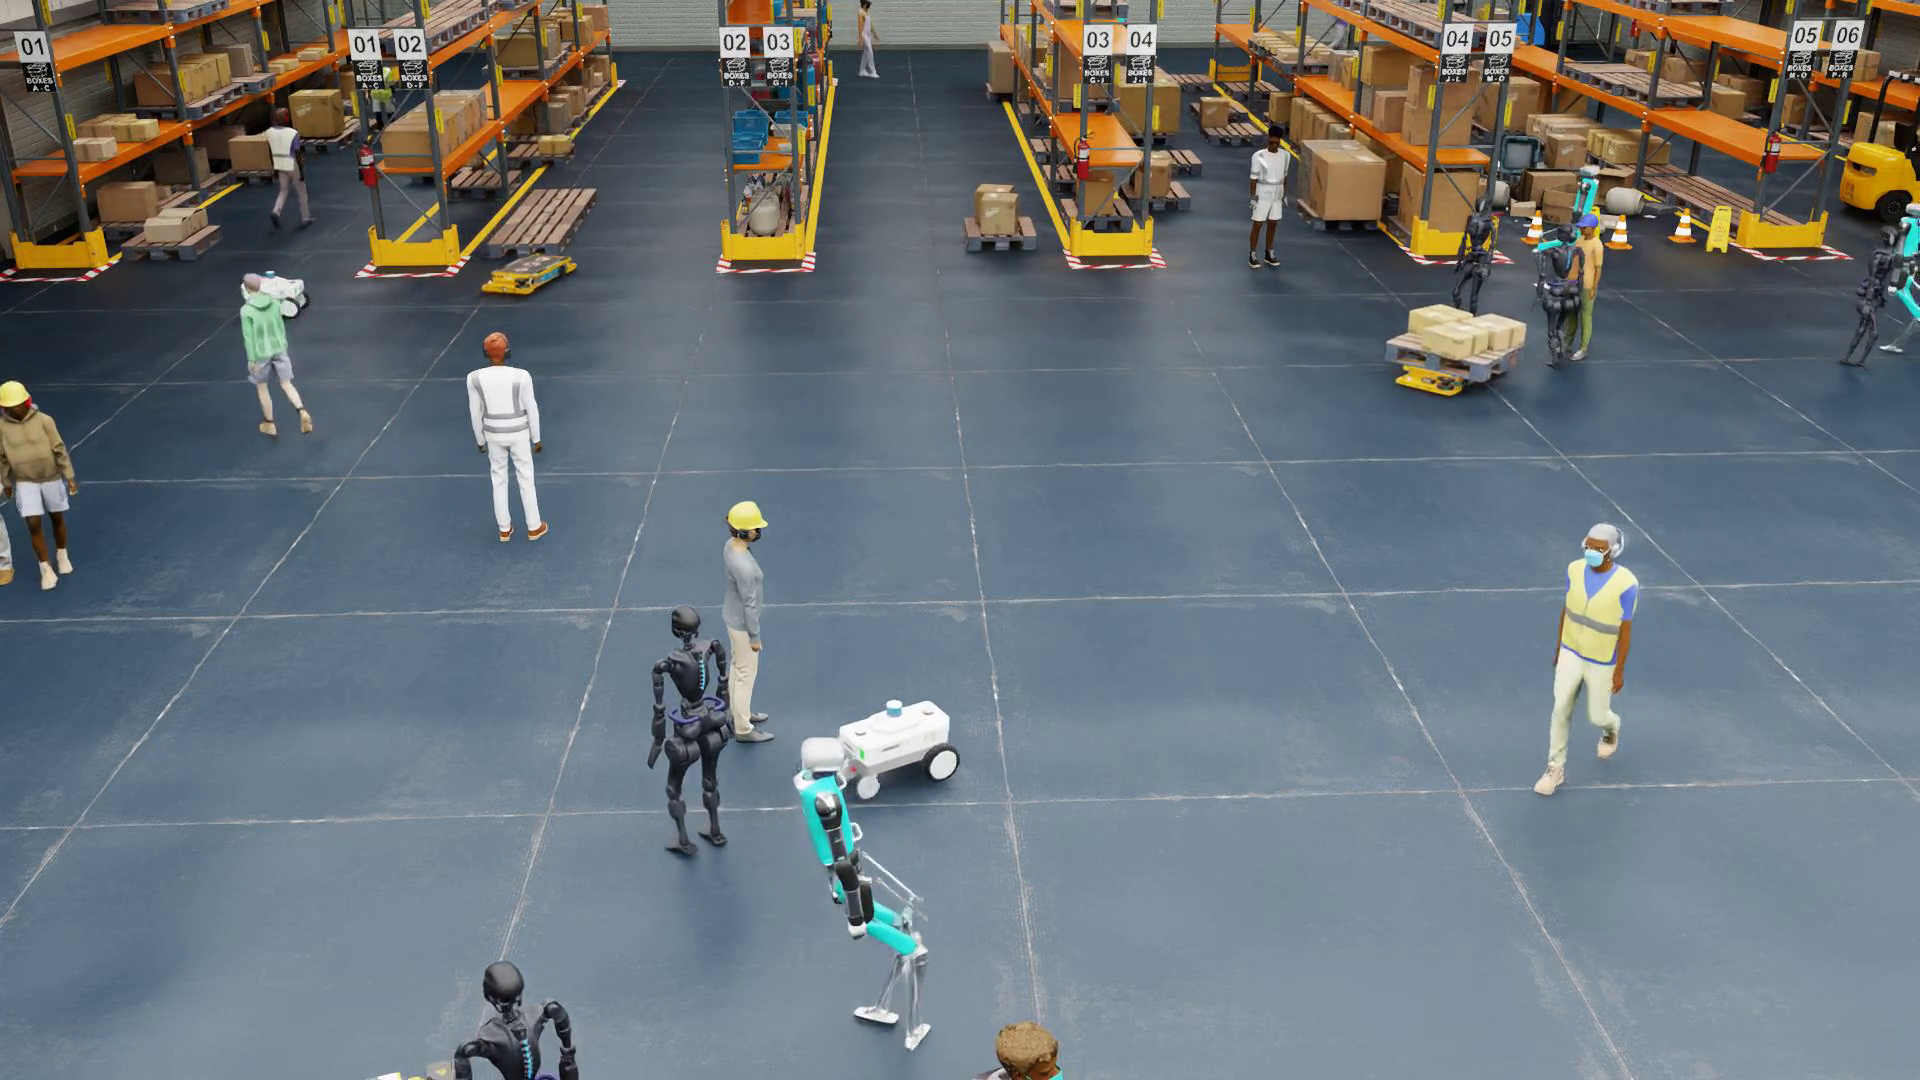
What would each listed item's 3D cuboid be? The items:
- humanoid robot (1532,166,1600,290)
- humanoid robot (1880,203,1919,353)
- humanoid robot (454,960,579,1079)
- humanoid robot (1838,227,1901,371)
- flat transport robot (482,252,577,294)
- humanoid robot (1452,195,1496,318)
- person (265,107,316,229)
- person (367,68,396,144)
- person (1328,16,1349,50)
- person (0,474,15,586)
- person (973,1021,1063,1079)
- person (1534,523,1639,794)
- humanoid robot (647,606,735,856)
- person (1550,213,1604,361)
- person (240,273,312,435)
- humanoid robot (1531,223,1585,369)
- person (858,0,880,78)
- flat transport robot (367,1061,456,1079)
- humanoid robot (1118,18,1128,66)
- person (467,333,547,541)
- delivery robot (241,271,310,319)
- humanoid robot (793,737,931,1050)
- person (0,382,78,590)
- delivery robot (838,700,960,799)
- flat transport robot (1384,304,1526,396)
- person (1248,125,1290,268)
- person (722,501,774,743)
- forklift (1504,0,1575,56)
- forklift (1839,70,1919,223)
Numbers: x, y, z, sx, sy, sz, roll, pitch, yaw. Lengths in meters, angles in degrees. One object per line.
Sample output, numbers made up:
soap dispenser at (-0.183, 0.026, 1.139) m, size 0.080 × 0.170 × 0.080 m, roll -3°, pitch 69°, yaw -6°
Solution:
humanoid robot at (7.922, -4.036, 21.737) m, size 1.026 × 1.731 × 0.561 m, roll 14°, pitch 28°, yaw 28°
humanoid robot at (11.159, -2.981, 19.413) m, size 0.558 × 1.833 × 0.675 m, roll -22°, pitch 32°, yaw -40°
humanoid robot at (-1.862, 2.516, 7.155) m, size 0.589 × 1.627 × 0.779 m, roll -21°, pitch 31°, yaw -38°
humanoid robot at (10.405, -2.755, 18.941) m, size 0.453 × 1.648 × 0.613 m, roll 19°, pitch 31°, yaw 37°
flat transport robot at (-5.847, -3.628, 22.623) m, size 0.659 × 0.231 × 1.431 m, roll 6°, pitch 25°, yaw 14°
humanoid robot at (6.303, -3.385, 20.341) m, size 0.351 × 1.656 × 0.599 m, roll -10°, pitch 26°, yaw -22°
person at (-10.212, -5.620, 25.200) m, size 0.568 × 1.814 × 0.779 m, roll 6°, pitch 25°, yaw 13°
person at (-11.011, -8.438, 31.695) m, size 0.543 × 1.682 × 0.526 m, roll -4°, pitch 24°, yaw -9°
person at (9.455, -12.810, 41.416) m, size 0.863 × 1.768 × 0.601 m, roll -4°, pitch 24°, yaw -9°
person at (-8.176, -0.518, 13.652) m, size 0.573 × 1.889 × 0.383 m, roll -2°, pitch 24°, yaw -5°
person at (0.235, 2.659, 6.475) m, size 0.383 × 1.917 × 0.489 m, roll 7°, pitch 25°, yaw 15°
person at (4.134, 0.747, 10.828) m, size 0.737 × 1.875 × 0.536 m, roll -21°, pitch 31°, yaw -39°
humanoid robot at (-1.625, 1.155, 10.140) m, size 0.316 × 1.654 × 0.605 m, roll 22°, pitch 32°, yaw 40°
person at (7.186, -2.930, 19.276) m, size 0.370 × 1.715 × 0.447 m, roll -9°, pitch 25°, yaw -19°
person at (-6.972, -1.857, 16.852) m, size 0.706 × 1.719 × 0.474 m, roll 20°, pitch 31°, yaw 37°
humanoid robot at (6.870, -2.787, 19.018) m, size 0.596 × 1.643 × 0.416 m, roll -4°, pitch 24°, yaw -8°
person at (-2.165, -11.826, 39.131) m, size 0.611 × 1.826 × 0.539 m, roll 8°, pitch 25°, yaw 17°
flat transport robot at (-3.071, 2.934, 7.879) m, size 1.431 × 0.231 × 0.659 m, roll -10°, pitch 26°, yaw -21°
humanoid robot at (3.875, -11.911, 39.580) m, size 0.540 × 1.903 × 0.716 m, roll -14°, pitch 28°, yaw -29°
person at (-3.936, -0.889, 14.485) m, size 0.572 × 1.883 × 0.354 m, roll -1°, pitch 24°, yaw -2°
delivery robot at (-8.699, -3.113, 21.113) m, size 0.791 × 0.592 × 0.499 m, roll -2°, pitch 24°, yaw -4°
humanoid robot at (-0.411, 1.807, 8.619) m, size 0.836 × 1.793 × 0.610 m, roll -7°, pitch 25°, yaw -16°
person at (-7.589, -0.458, 13.699) m, size 0.542 × 1.735 × 0.734 m, roll -13°, pitch 27°, yaw -26°
delivery robot at (-0.420, 1.344, 11.086) m, size 0.764 × 0.582 × 0.499 m, roll -14°, pitch 28°, yaw -29°
flat transport robot at (5.578, -1.940, 18.831) m, size 0.659 × 0.231 × 1.431 m, roll 20°, pitch 31°, yaw 38°
person at (4.305, -4.779, 23.135) m, size 0.609 × 1.956 × 0.379 m, roll -9°, pitch 26°, yaw -20°
person at (-1.454, 0.553, 11.400) m, size 0.333 × 1.757 × 0.515 m, roll -8°, pitch 25°, yaw -18°
forklift at (14.700, -13.805, 42.301) m, size 1.873 × 2.768 × 1.129 m, roll -1°, pitch 24°, yaw -2°
forklift at (15.132, -6.143, 25.915) m, size 2.313 × 2.155 × 1.214 m, roll -1°, pitch 24°, yaw -2°
